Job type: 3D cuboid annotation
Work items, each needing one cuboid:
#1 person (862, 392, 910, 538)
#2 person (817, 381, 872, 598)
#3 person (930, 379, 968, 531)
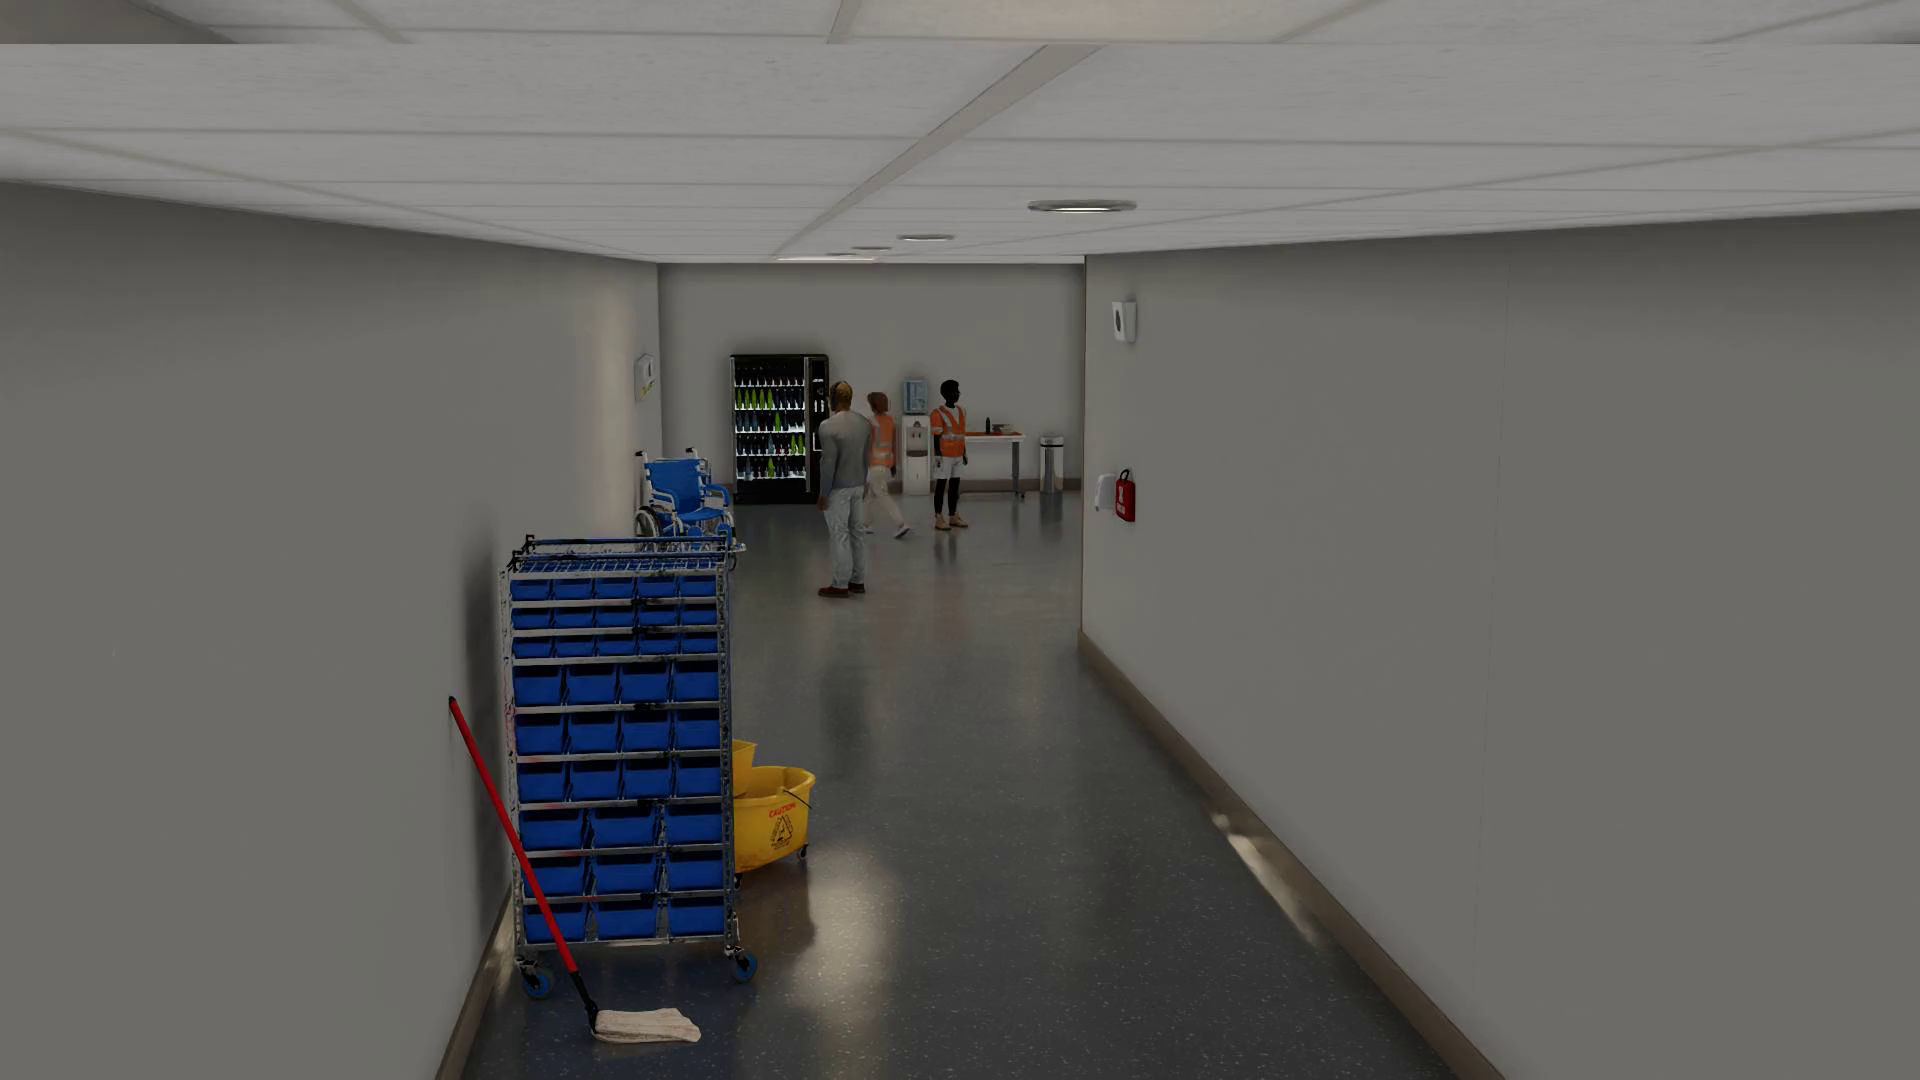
[{"bbox_3d":[-0.853,-0.827,18.229,0.825,1.605,0.515,6,11,32],"label":"person"},{"bbox_3d":[-1.047,-0.451,14.852,0.372,1.940,0.630,6,11,34],"label":"person"},{"bbox_3d":[-0.112,-0.964,18.801,0.318,1.700,0.536,8,12,41],"label":"person"}]
